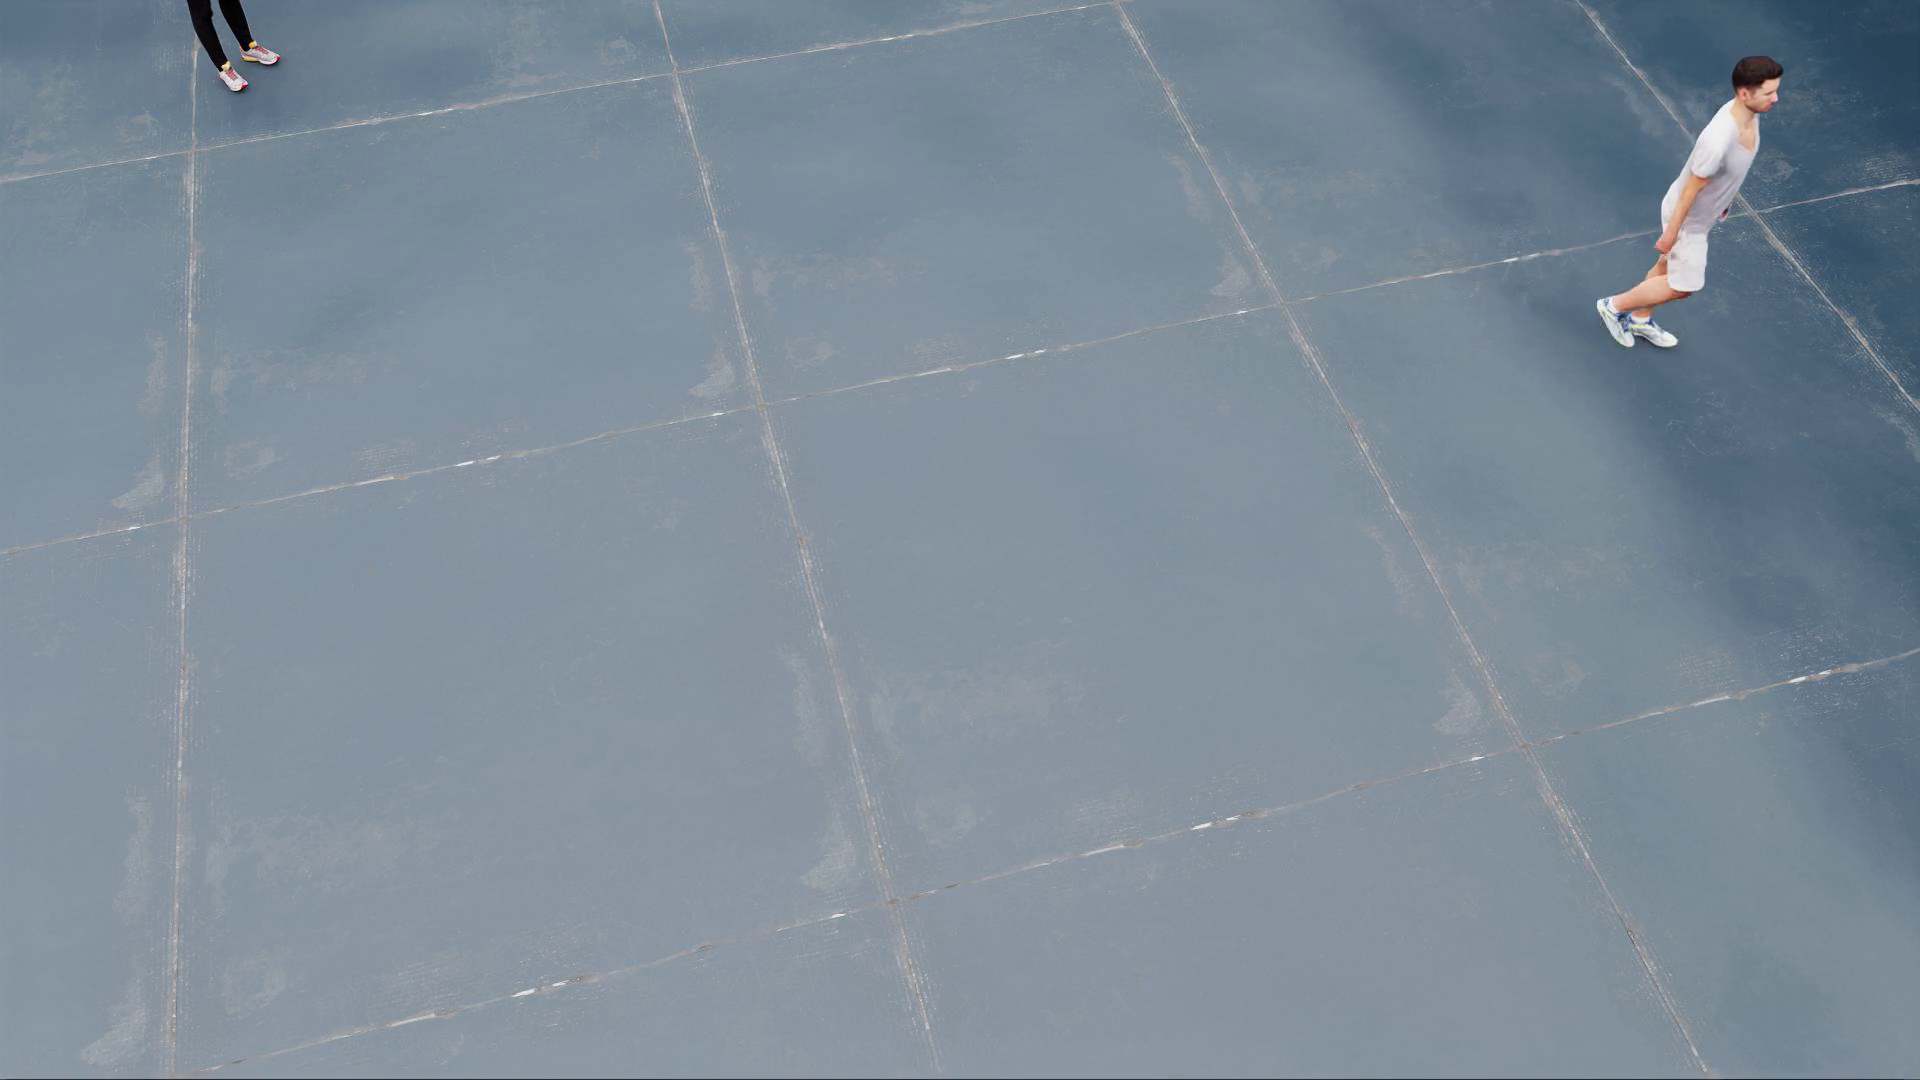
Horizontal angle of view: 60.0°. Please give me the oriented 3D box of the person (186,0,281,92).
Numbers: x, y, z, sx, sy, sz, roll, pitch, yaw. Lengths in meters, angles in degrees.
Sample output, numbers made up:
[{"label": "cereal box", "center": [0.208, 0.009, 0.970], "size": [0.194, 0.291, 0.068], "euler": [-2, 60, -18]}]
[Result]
[{"label": "person", "center": [-4.625, -3.590, 10.062], "size": [0.771, 1.764, 0.703], "euler": [23, 56, 17]}]

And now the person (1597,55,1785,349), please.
[{"label": "person", "center": [3.705, -1.748, 8.586], "size": [0.898, 1.844, 0.846], "euler": [29, 58, 20]}]
